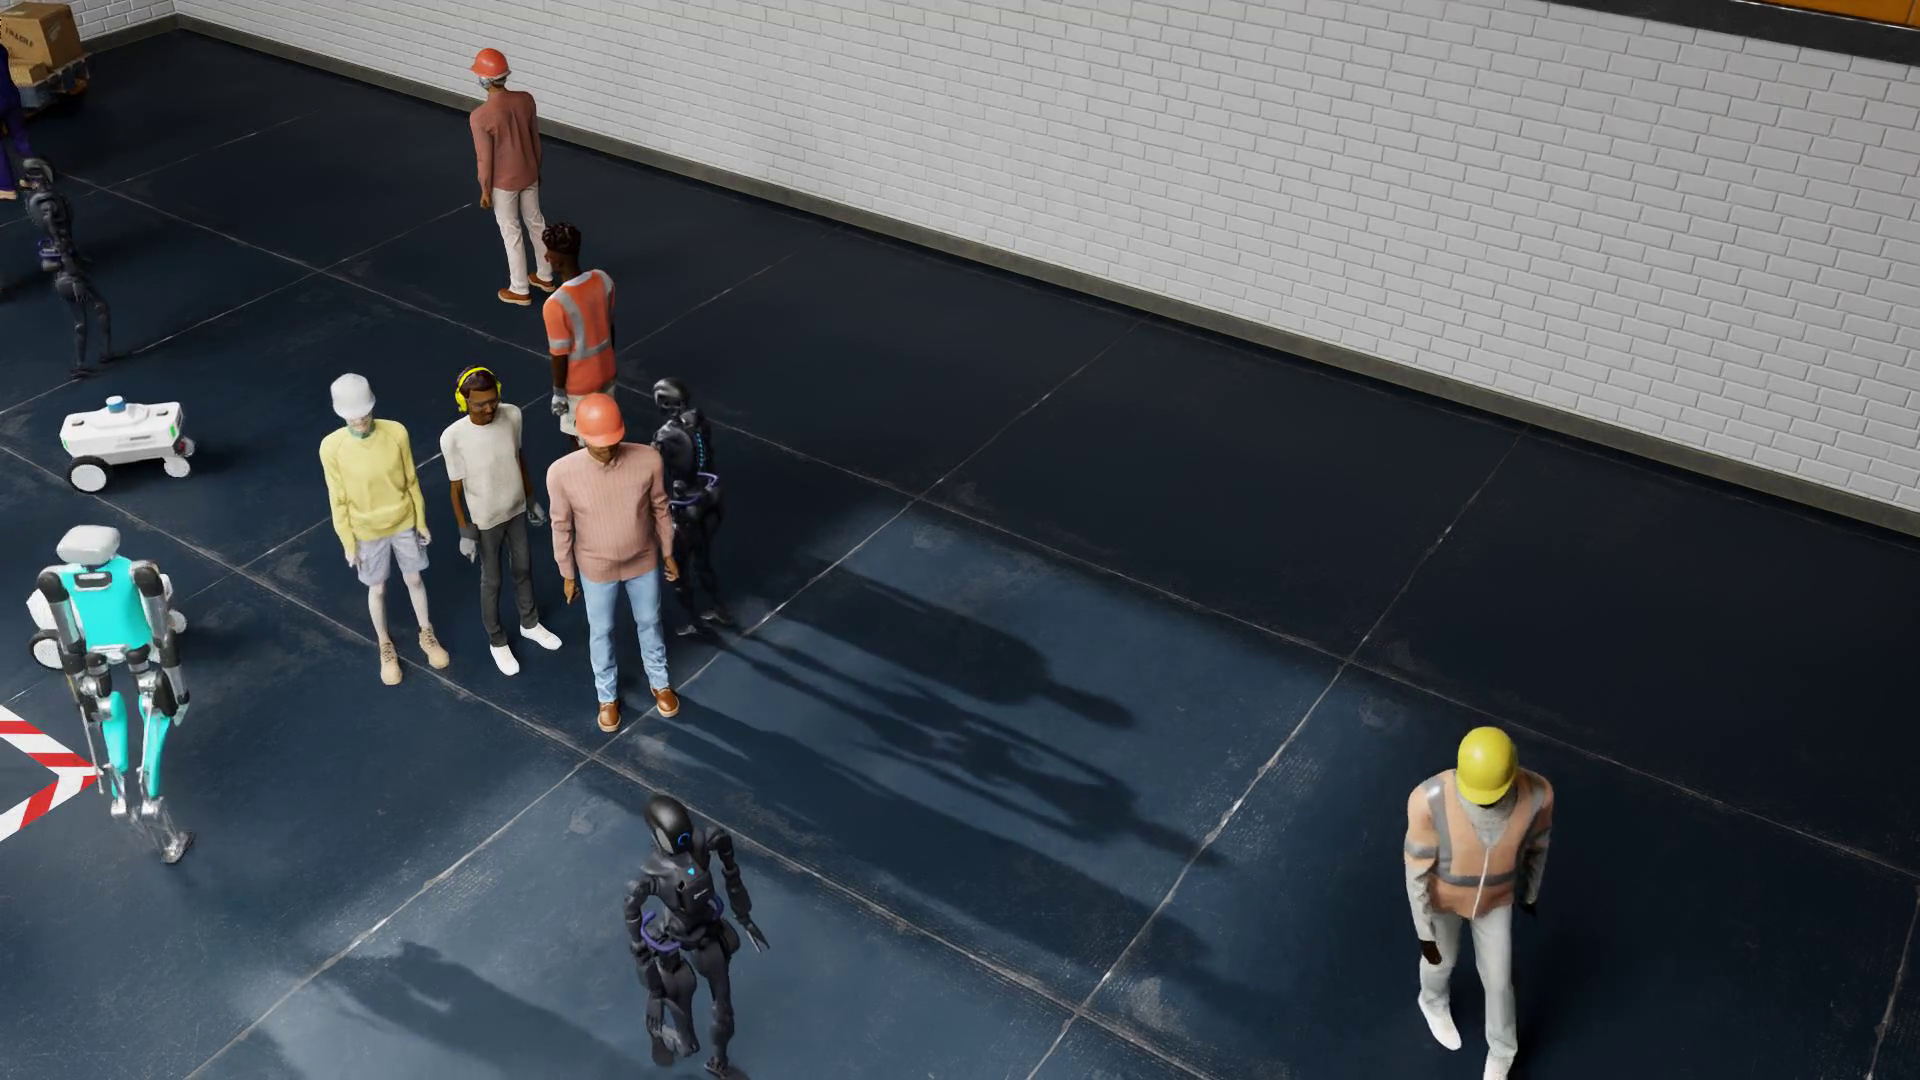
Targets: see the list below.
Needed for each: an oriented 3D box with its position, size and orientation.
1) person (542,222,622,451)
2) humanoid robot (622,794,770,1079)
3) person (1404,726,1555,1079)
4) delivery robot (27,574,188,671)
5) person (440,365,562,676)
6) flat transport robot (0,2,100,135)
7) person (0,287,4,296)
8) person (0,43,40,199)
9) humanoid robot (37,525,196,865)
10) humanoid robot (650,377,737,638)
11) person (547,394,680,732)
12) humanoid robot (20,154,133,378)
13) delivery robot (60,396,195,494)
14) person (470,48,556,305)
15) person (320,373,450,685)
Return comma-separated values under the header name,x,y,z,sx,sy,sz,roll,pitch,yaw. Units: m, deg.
name,x,y,z,sx,sy,sz,roll,pitch,yaw
person,-2.319,-1.035,10.275,0.378,1.953,0.614,14,37,19
humanoid robot,-1.100,1.615,6.731,0.431,1.651,0.603,28,44,34
person,2.079,1.498,6.727,0.642,1.871,0.689,-1,35,-1
delivery robot,-4.858,0.404,9.439,0.801,0.598,0.499,0,35,0
person,-2.497,-0.122,9.046,0.312,1.864,0.527,27,43,33
flat transport robot,-9.384,-4.354,16.485,0.659,0.231,1.431,6,35,8
person,-7.765,-2.588,12.685,0.456,1.741,0.631,-17,38,-22
person,-8.409,-3.798,14.516,0.353,1.620,0.469,13,37,18
humanoid robot,-3.912,0.881,7.805,0.534,1.858,0.778,-4,35,-6
humanoid robot,-1.511,-0.152,9.248,0.346,1.648,0.602,15,38,21
person,-1.764,0.115,8.597,0.624,1.991,0.390,-12,37,-17
humanoid robot,-6.318,-1.942,11.816,0.544,1.648,0.584,-16,38,-22
delivery robot,-5.494,-0.674,10.961,0.757,0.576,0.499,-8,36,-12
person,-3.433,-2.771,12.719,0.374,1.997,0.613,21,40,27
person,-3.106,-0.072,8.955,0.485,1.889,0.394,-19,39,-25
